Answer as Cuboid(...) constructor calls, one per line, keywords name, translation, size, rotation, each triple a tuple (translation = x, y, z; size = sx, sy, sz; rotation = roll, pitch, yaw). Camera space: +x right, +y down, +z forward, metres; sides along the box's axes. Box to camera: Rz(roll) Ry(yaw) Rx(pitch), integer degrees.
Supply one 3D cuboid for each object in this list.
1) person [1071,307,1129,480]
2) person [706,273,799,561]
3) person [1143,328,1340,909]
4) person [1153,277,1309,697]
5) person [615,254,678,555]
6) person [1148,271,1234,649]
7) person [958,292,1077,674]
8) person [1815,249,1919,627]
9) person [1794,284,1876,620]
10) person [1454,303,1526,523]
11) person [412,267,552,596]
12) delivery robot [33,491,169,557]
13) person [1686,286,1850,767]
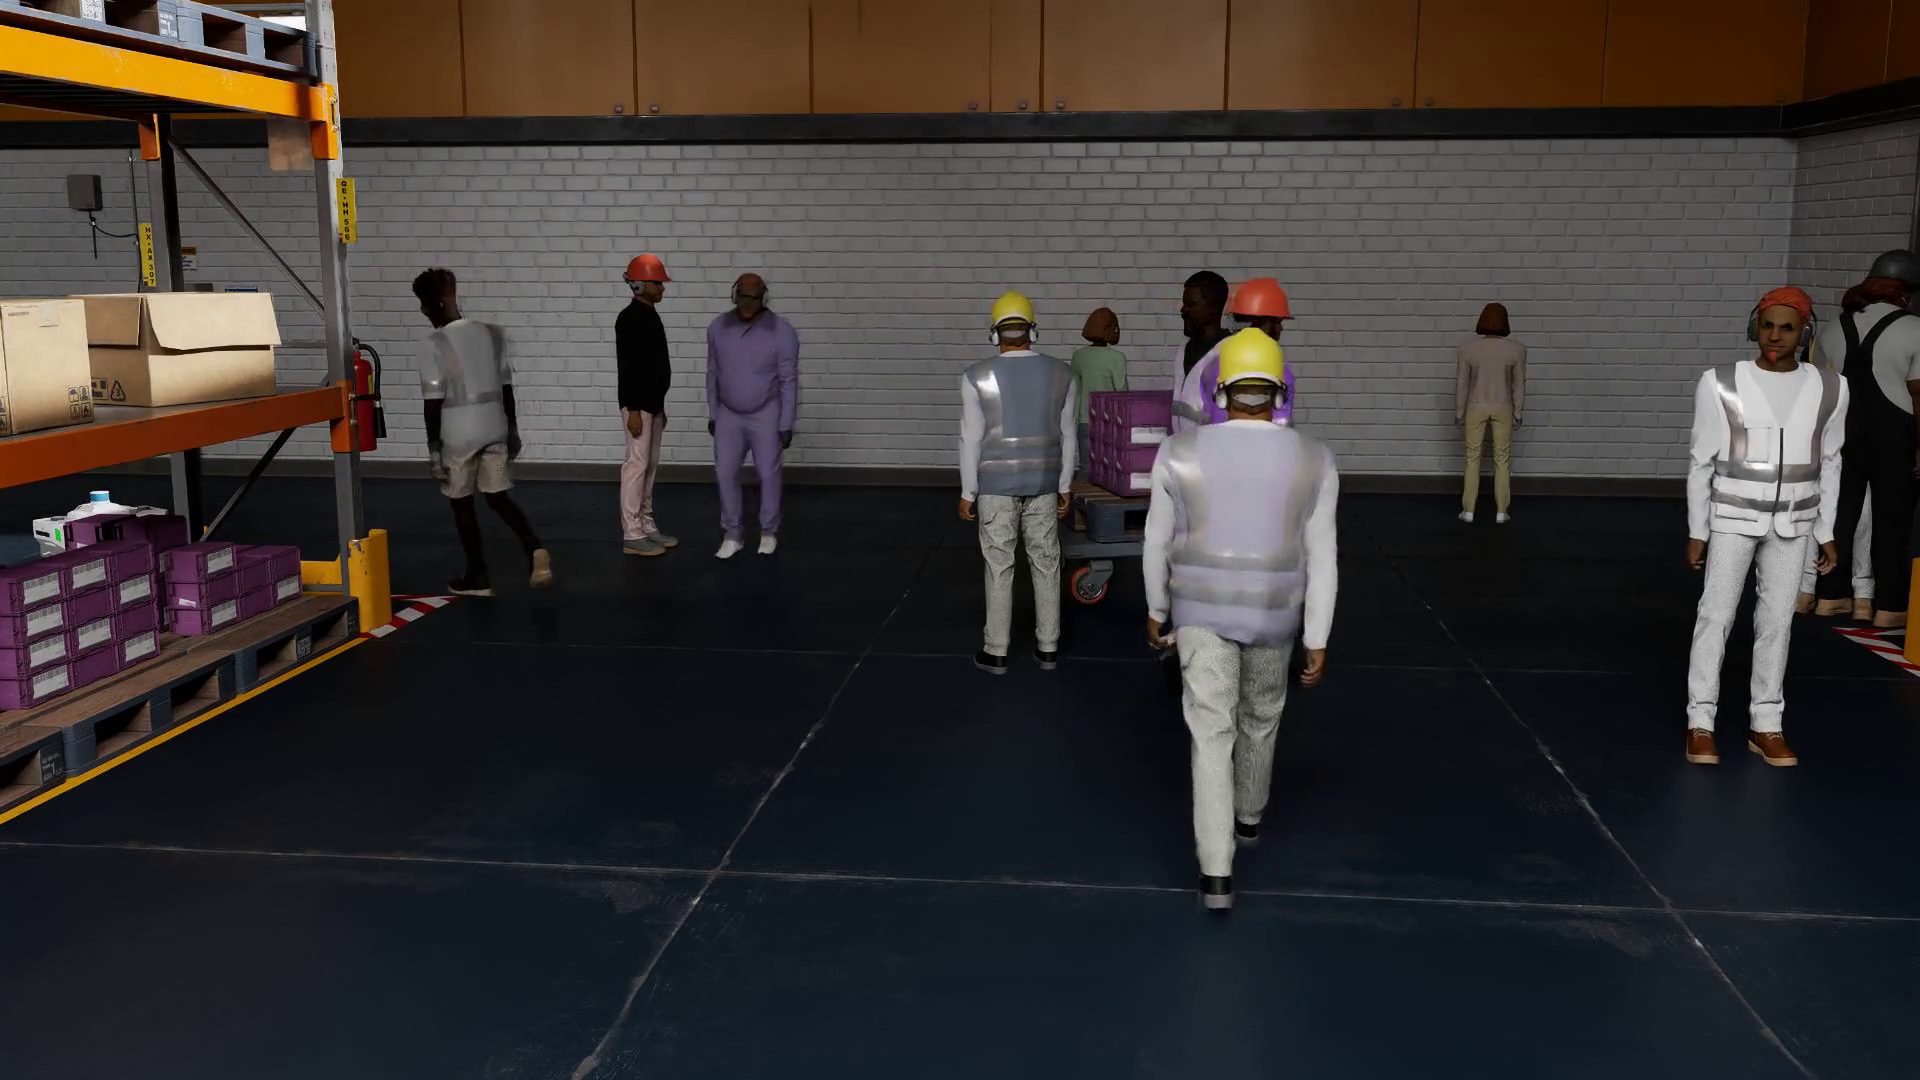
Cuboid(name="person", translation=(0.962, -0.761, 11.334), size=(0.285, 1.633, 0.499), rotation=(-10, 14, -43))
Cuboid(name="person", translation=(-1.386, -0.796, 10.858), size=(0.660, 1.868, 0.784), rotation=(2, 10, 10))
Cuboid(name="person", translation=(0.881, 0.223, 5.296), size=(0.594, 1.787, 0.970), rotation=(1, 10, 4))
Cuboid(name="person", translation=(1.248, -0.218, 7.459), size=(0.880, 1.909, 0.554), rotation=(-5, 11, -28))
Cuboid(name="person", translation=(-2.090, -0.905, 11.124), size=(0.396, 1.993, 0.617), rotation=(1, 10, 7))
Cuboid(name="person", translation=(1.221, -0.359, 8.219), size=(0.392, 1.920, 0.588), rotation=(-4, 11, -23))
Cuboid(name="person", translation=(0.267, -0.267, 7.963), size=(0.586, 1.823, 0.403), rotation=(-3, 10, -16))
Cuboid(name="person", translation=(5.002, -0.562, 9.030), size=(0.536, 2.000, 0.677), rotation=(-5, 11, -28))
Cuboid(name="person", translation=(4.892, -0.479, 9.134), size=(0.629, 1.840, 0.429), rotation=(7, 12, 33))
Cuboid(name="person", translation=(3.926, -0.938, 12.348), size=(0.502, 1.633, 0.280), rotation=(2, 10, 13))
Cuboid(name="person", translation=(-2.729, -0.589, 9.513), size=(0.721, 1.924, 0.698), rotation=(6, 12, 32))
Cuboid(name="delivery robot", translation=(-5.214, -0.055, 10.111), size=(0.477, 0.478, 0.707), rotation=(8, 12, 37))
Cuboid(name="person", translation=(3.140, -0.043, 6.516), size=(0.574, 1.881, 0.358), rotation=(1, 10, 6))
